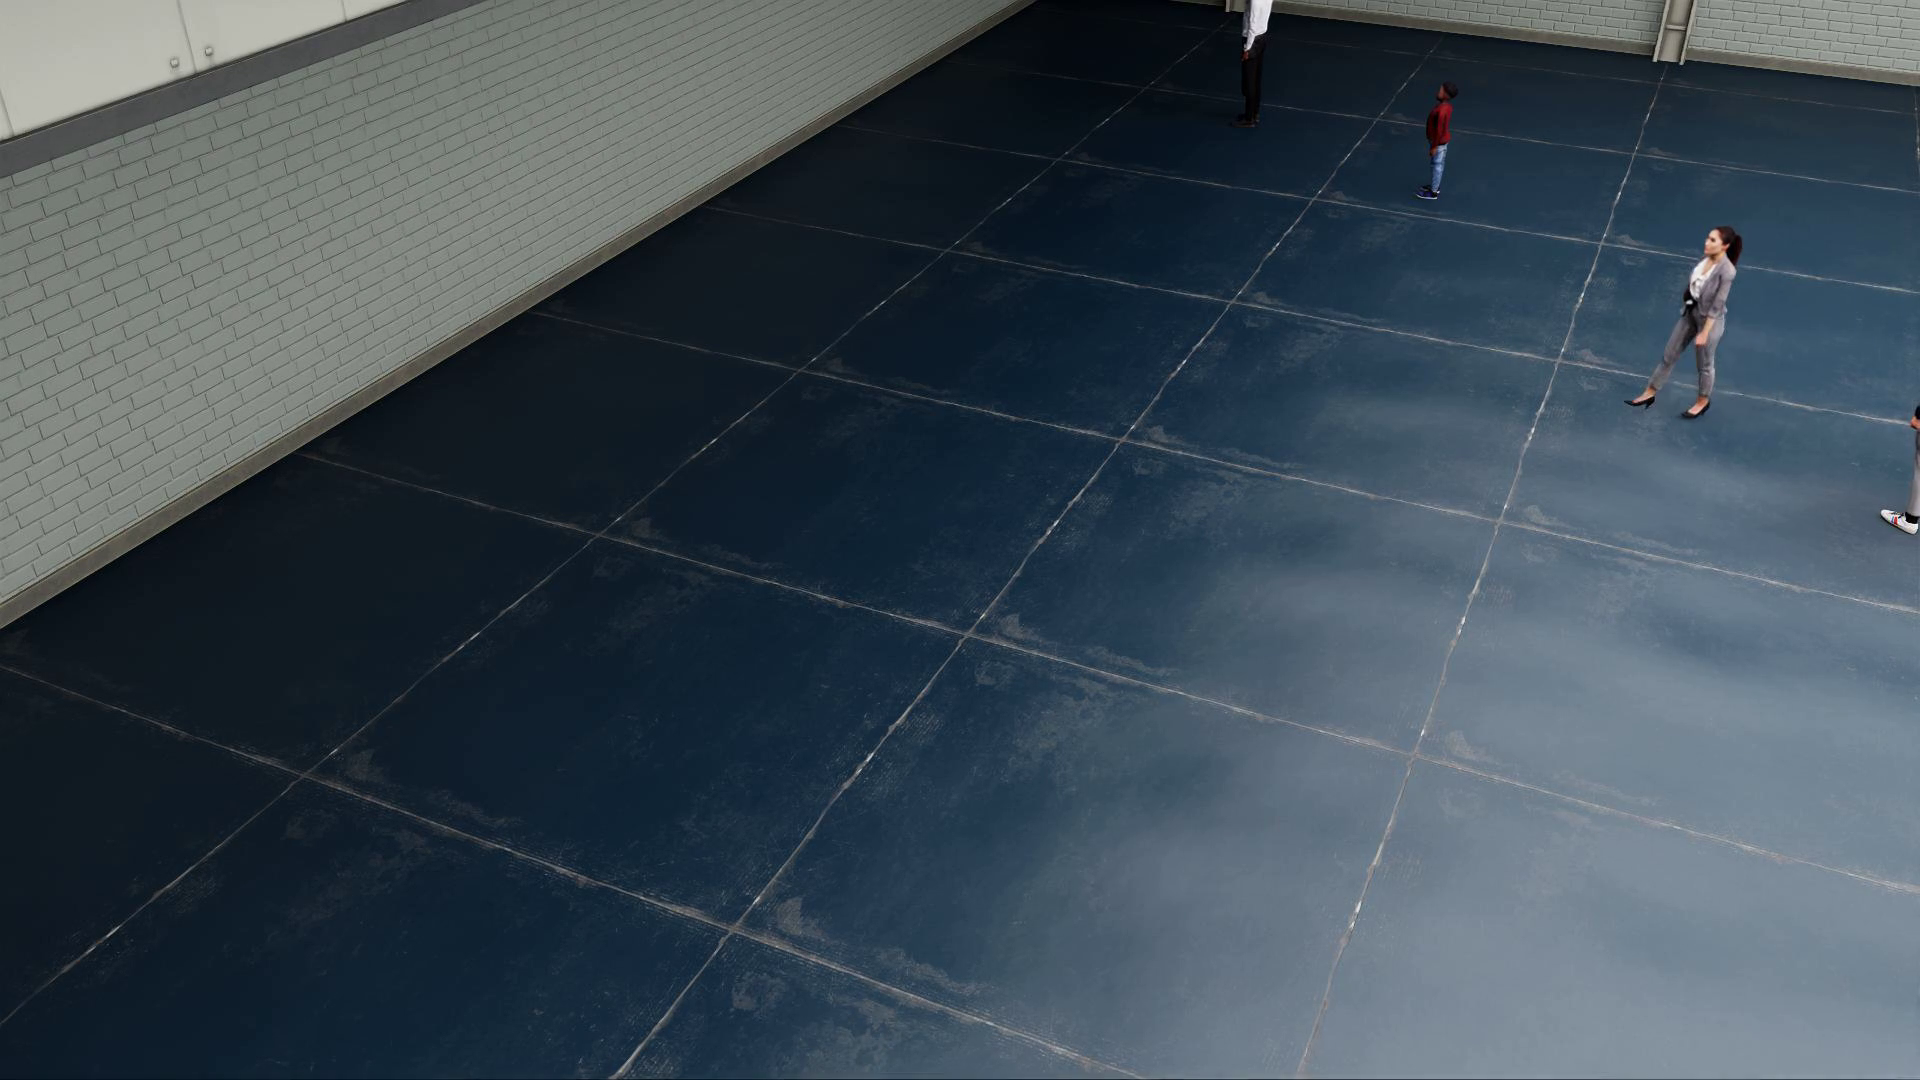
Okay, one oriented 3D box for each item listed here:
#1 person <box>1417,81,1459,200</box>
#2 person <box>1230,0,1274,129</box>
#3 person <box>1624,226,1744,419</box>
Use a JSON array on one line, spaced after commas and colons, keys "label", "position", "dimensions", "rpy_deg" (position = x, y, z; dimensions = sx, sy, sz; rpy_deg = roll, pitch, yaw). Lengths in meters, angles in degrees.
[{"label": "person", "position": [5.154, -4.301, 17.856], "dimensions": [0.487, 1.256, 0.506], "rpy_deg": [15, 35, 23]}, {"label": "person", "position": [3.496, -5.851, 19.769], "dimensions": [0.542, 1.836, 0.646], "rpy_deg": [16, 36, 24]}, {"label": "person", "position": [6.063, -1.734, 13.412], "dimensions": [1.034, 1.656, 0.911], "rpy_deg": [-4, 32, -6]}]
